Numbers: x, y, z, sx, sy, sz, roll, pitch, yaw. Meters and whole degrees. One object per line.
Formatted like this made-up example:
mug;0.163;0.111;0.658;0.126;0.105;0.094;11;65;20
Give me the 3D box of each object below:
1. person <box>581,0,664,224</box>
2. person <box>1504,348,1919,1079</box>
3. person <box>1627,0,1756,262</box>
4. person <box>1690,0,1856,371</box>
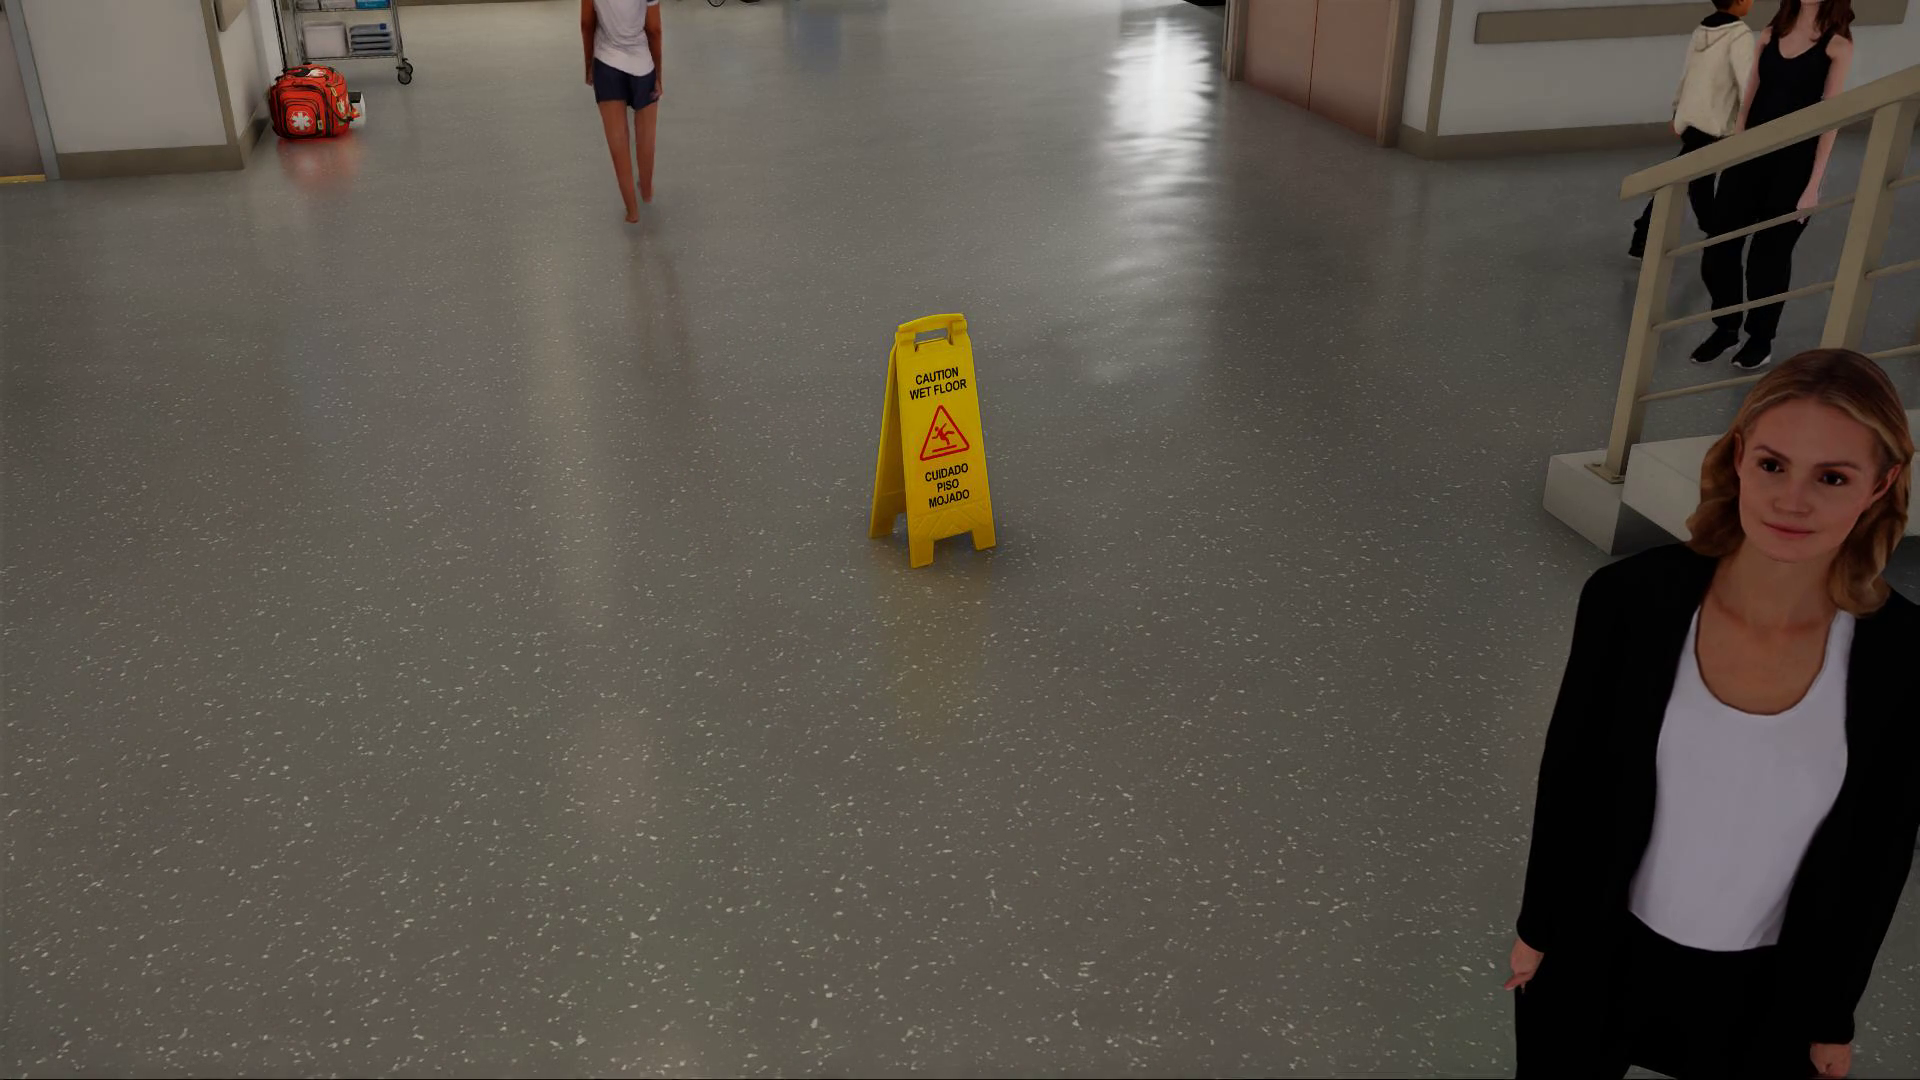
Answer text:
person;-1.784;-2.465;8.882;0.569;1.579;0.998;-6;26;-13
person;0.984;0.597;2.276;0.684;1.802;0.728;12;28;23
person;3.601;-2.042;8.191;0.738;1.417;0.929;-3;26;-6
person;3.381;-1.527;6.768;0.796;1.726;0.740;-20;32;-35
